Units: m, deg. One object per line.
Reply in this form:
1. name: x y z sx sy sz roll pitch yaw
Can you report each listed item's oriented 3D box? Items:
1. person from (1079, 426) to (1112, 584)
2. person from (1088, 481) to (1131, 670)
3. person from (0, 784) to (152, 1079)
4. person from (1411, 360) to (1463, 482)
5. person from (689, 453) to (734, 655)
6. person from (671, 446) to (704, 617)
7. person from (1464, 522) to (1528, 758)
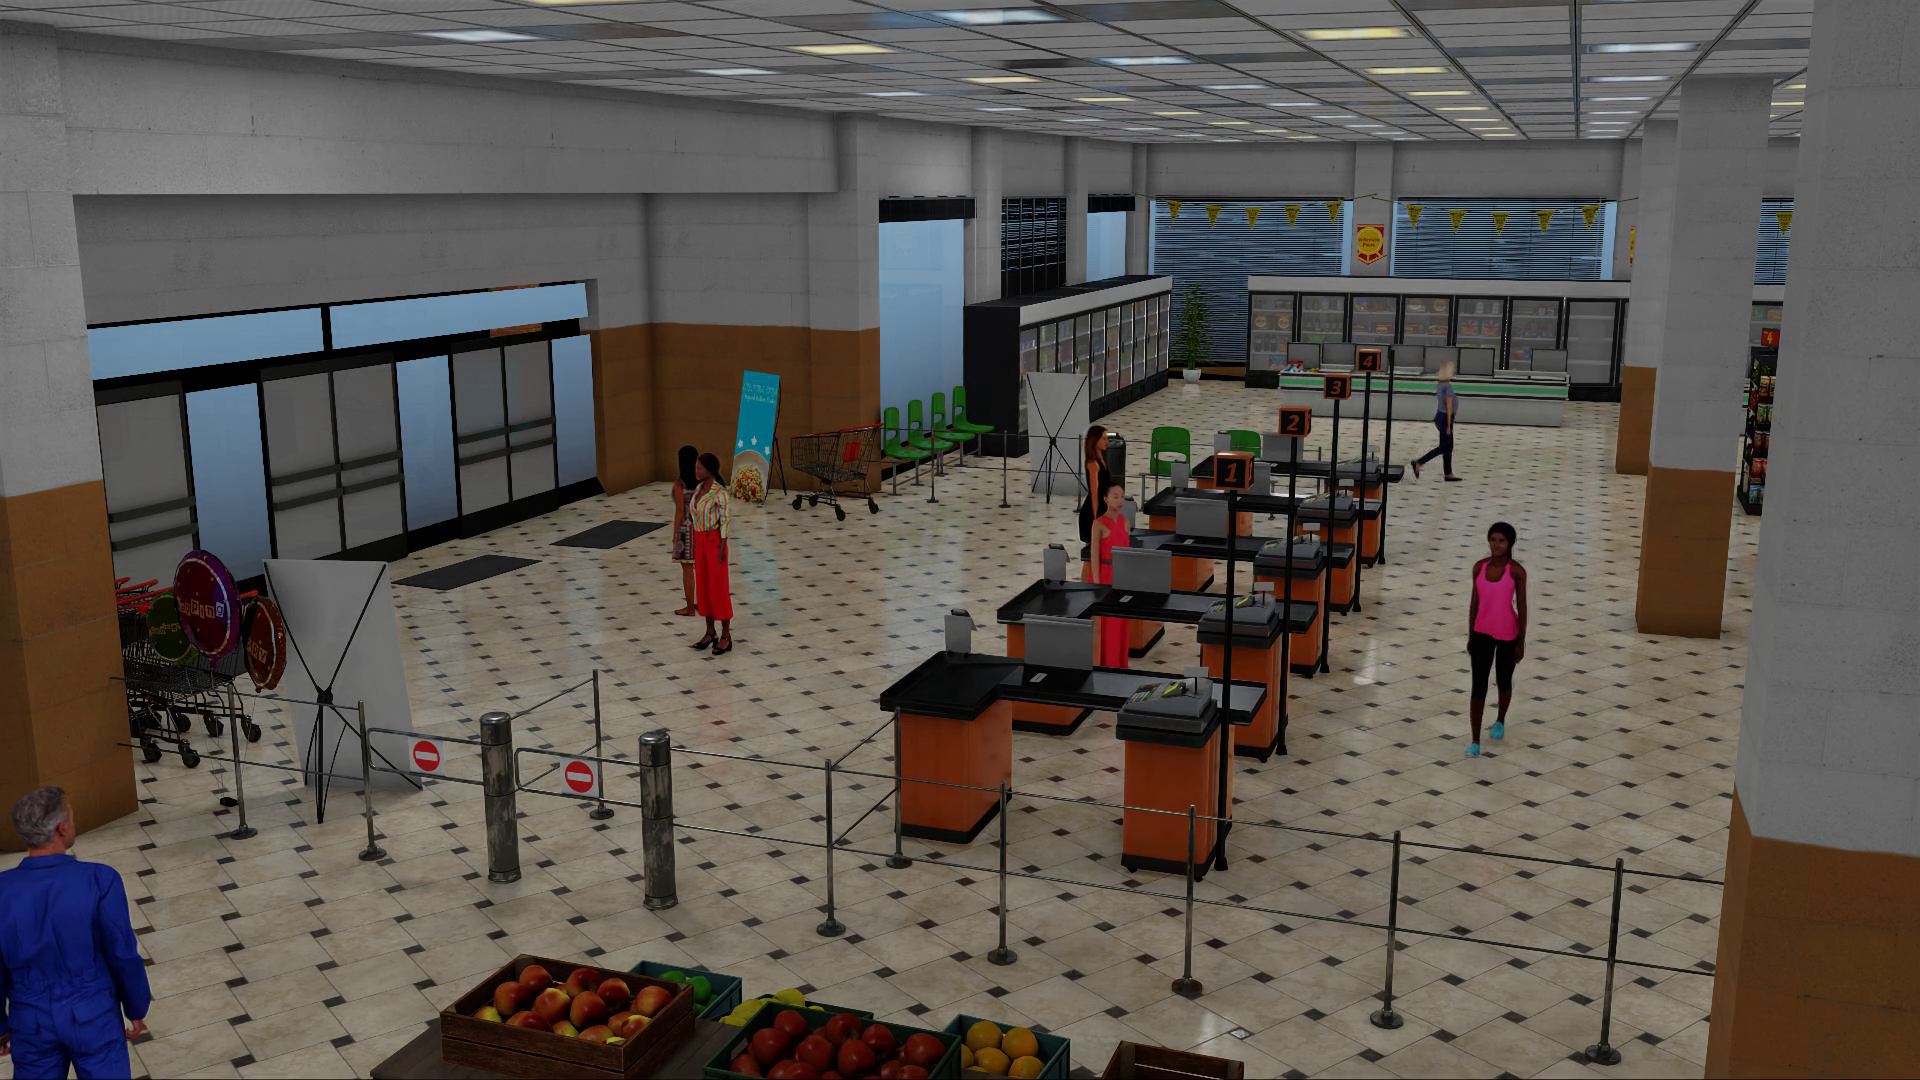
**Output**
1. person: 1.300 -0.184 15.970 0.580 1.834 0.616 2 12 9
2. person: 1.217 0.367 13.610 0.716 1.727 0.742 -9 15 -36
3. person: -3.435 1.839 6.381 0.745 1.825 0.859 -4 12 -16
4. person: 6.671 -1.634 23.169 1.066 1.704 0.809 0 12 -1
5. person: -2.187 0.118 14.634 0.601 1.792 0.733 11 16 41
6. person: -2.585 -0.097 16.015 0.603 1.645 0.693 7 14 31
7. person: 3.920 0.719 12.076 1.084 1.671 0.757 6 14 28
